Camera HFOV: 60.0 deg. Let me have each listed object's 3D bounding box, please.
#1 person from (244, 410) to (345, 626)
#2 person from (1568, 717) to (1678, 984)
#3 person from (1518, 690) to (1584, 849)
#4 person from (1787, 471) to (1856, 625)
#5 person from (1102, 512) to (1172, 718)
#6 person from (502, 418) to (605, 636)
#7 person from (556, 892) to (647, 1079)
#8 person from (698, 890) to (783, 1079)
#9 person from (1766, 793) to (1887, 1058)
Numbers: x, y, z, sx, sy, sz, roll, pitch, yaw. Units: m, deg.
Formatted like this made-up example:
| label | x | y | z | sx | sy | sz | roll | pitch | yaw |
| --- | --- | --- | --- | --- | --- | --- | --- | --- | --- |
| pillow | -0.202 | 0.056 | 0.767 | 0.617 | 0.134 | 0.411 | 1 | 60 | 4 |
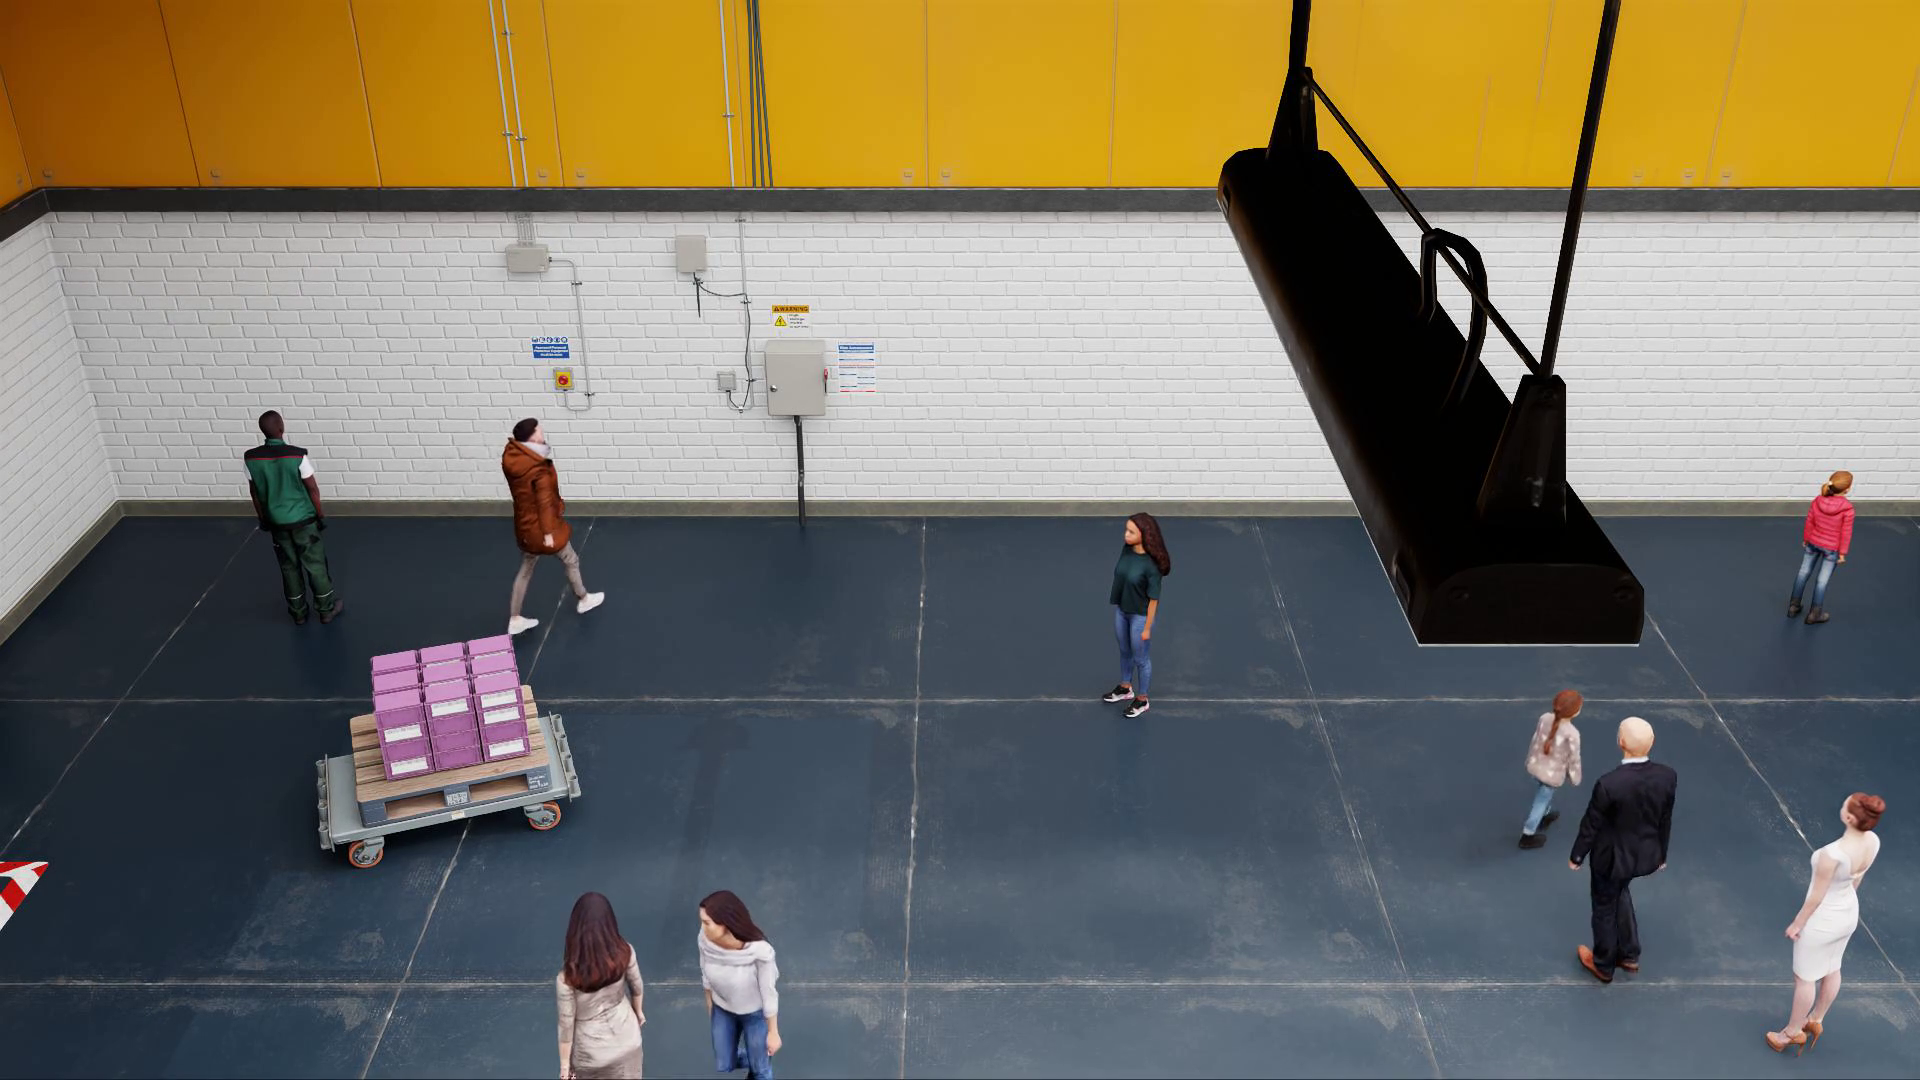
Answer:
| label | x | y | z | sx | sy | sz | roll | pitch | yaw |
| --- | --- | --- | --- | --- | --- | --- | --- | --- | --- |
| person | -5.274 | -0.171 | 13.132 | 0.684 | 1.839 | 0.603 | -1 | 29 | -3 |
| person | 3.810 | 1.854 | 9.481 | 0.767 | 1.781 | 0.758 | -4 | 29 | -7 |
| person | 3.775 | 1.492 | 10.770 | 0.720 | 1.180 | 0.694 | -14 | 32 | -24 |
| person | 6.889 | 0.048 | 13.275 | 0.657 | 1.318 | 0.580 | -19 | 34 | -31 |
| person | 1.282 | 0.525 | 12.087 | 0.770 | 1.617 | 0.687 | -16 | 33 | -27 |
| person | -3.356 | -0.068 | 12.986 | 1.125 | 1.797 | 1.236 | 22 | 35 | 34 |
| person | -1.715 | 2.569 | 8.260 | 1.017 | 1.694 | 1.113 | -22 | 35 | -34 |
| person | -1.090 | 2.398 | 8.650 | 0.758 | 1.620 | 0.797 | 8 | 30 | 15 |
| person | 4.722 | 2.086 | 9.044 | 0.638 | 1.790 | 0.618 | -12 | 31 | -21 |
